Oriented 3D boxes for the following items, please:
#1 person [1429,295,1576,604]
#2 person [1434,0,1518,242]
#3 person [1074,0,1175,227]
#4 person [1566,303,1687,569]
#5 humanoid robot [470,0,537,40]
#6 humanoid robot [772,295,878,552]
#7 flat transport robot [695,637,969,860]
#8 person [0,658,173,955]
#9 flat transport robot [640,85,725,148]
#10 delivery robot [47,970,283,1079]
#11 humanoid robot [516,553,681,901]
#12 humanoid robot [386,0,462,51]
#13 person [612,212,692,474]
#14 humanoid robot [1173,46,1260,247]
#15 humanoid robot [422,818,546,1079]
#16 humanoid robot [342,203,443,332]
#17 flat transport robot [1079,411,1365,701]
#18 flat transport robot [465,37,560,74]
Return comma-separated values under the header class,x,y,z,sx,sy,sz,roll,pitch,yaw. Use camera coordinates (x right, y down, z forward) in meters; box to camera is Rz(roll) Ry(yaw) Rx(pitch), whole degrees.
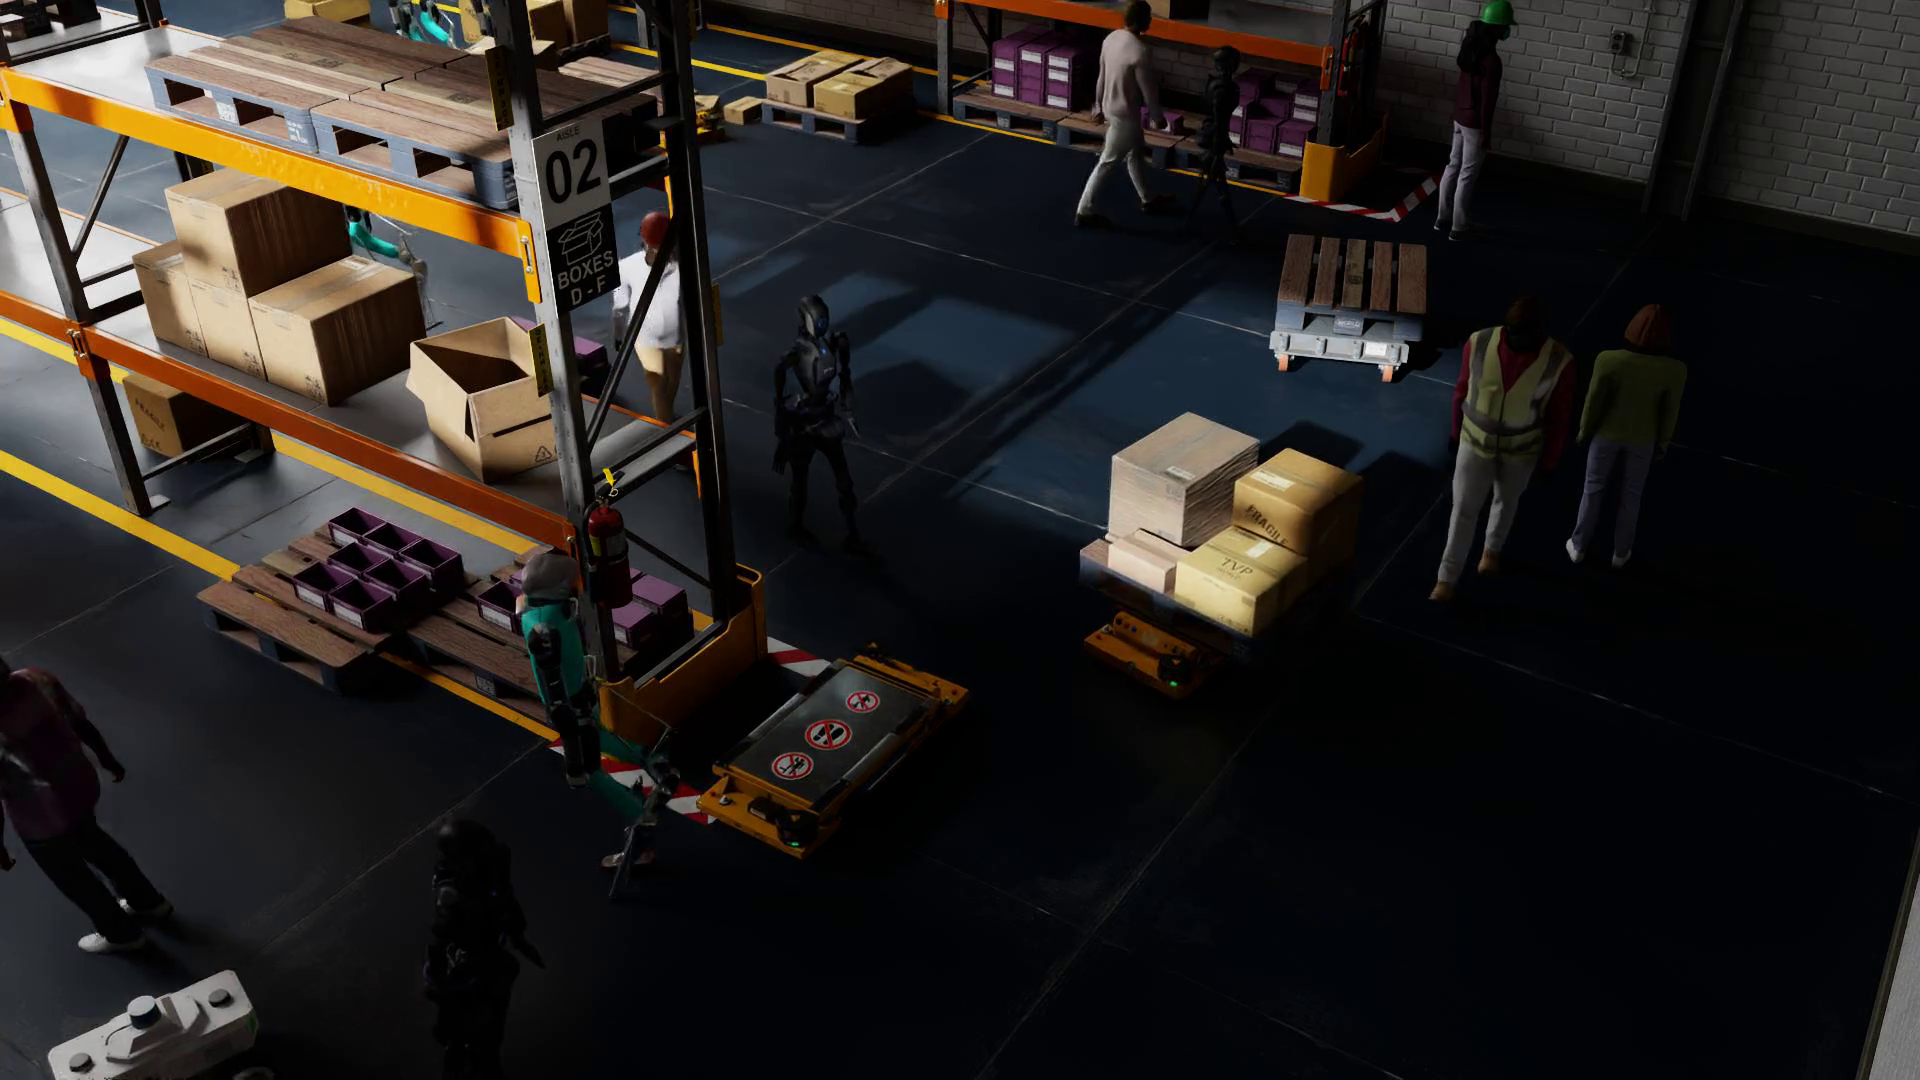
class,x,y,z,sx,sy,sz,roll,pitch,yaw
person,2.995,-0.486,9.216,0.636,1.796,0.852,14,35,20
person,4.192,-3.416,13.585,0.421,1.949,0.489,-6,33,-9
person,1.397,-3.558,13.865,0.999,1.883,0.617,-10,34,-16
person,3.796,-0.583,9.515,0.503,1.632,0.268,10,34,15
humanoid robot,-4.306,-4.979,16.233,0.911,1.801,0.541,19,38,27
humanoid robot,-0.811,-0.647,9.584,0.609,1.636,0.612,-27,42,-35
flat transport robot,-0.611,1.009,8.323,0.659,0.231,1.431,20,38,27
person,-3.731,1.065,6.824,0.352,1.809,0.610,8,34,12
flat transport robot,-2.941,-4.175,16.291,0.659,0.231,1.431,-21,39,-29
delivery robot,-3.103,2.023,6.518,0.811,0.613,0.499,-23,39,-31
humanoid robot,-1.479,0.844,7.272,0.695,1.845,0.532,-6,33,-9
humanoid robot,-5.265,-5.122,16.423,1.011,1.742,0.535,25,41,33
person,-1.925,-1.357,10.645,0.575,1.698,0.900,-15,36,-21
humanoid robot,2.149,-3.211,13.551,0.751,1.628,0.586,8,34,11
humanoid robot,-1.758,1.635,6.109,0.665,1.642,0.608,8,34,12
humanoid robot,-4.177,-2.179,11.926,1.018,1.774,0.530,6,33,9
flat transport robot,1.391,0.376,9.296,0.659,0.231,1.431,27,42,35
flat transport robot,-4.164,-3.721,15.593,1.431,0.231,0.659,7,34,10
